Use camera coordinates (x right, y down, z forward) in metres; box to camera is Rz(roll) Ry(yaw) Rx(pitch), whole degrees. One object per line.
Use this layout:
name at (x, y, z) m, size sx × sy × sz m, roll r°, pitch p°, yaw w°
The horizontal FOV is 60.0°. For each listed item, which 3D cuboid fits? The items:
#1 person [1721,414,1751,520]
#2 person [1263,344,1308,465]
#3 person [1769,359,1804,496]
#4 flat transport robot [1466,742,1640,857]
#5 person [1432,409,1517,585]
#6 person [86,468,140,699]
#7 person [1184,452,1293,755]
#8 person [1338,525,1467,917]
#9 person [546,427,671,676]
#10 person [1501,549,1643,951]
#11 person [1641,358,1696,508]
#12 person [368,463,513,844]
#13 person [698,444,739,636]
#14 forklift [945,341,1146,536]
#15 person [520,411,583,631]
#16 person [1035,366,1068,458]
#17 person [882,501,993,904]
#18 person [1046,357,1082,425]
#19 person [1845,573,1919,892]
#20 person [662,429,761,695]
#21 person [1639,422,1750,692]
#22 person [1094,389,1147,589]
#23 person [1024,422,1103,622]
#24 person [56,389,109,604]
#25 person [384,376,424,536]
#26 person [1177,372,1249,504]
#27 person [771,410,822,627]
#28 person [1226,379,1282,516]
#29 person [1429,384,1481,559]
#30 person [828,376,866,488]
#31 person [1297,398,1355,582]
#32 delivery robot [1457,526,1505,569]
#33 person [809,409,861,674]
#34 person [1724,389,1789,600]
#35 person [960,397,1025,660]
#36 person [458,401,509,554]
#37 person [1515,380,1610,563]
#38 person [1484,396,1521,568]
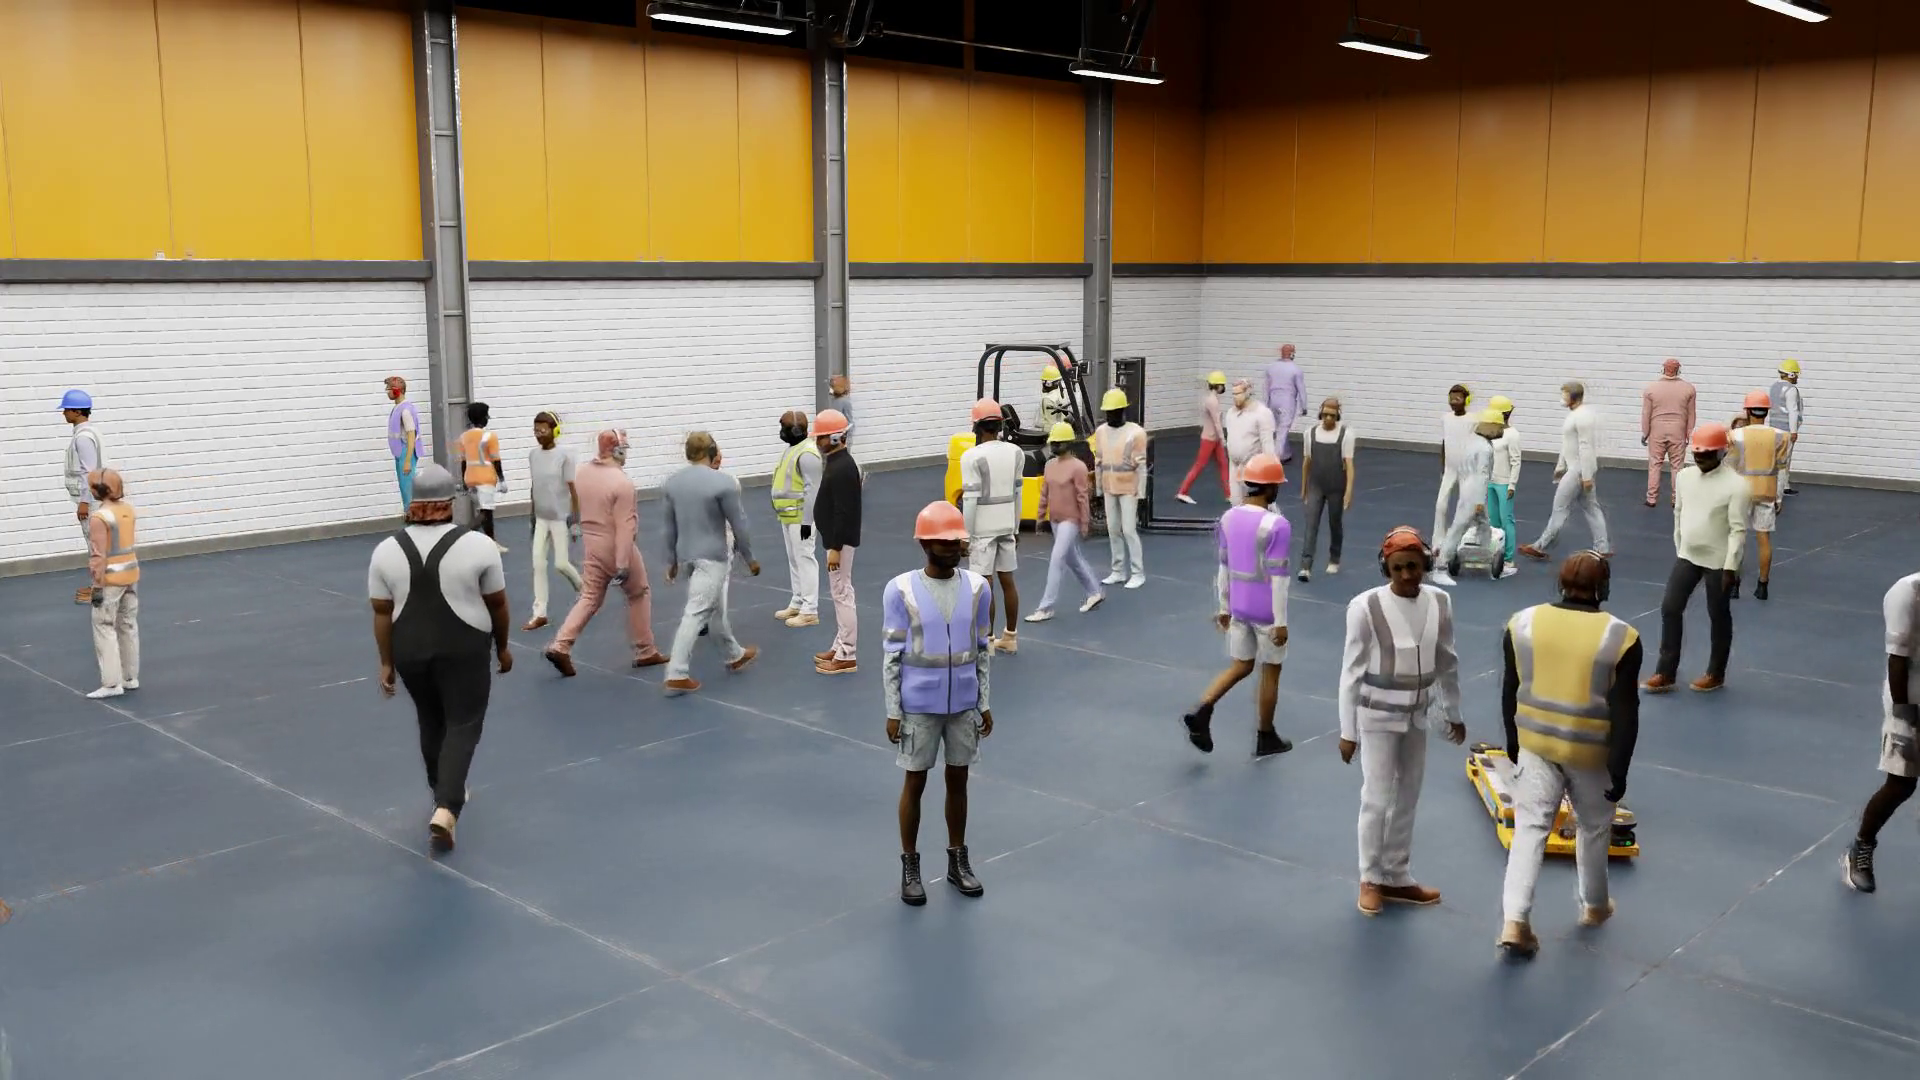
person at (7.796, -0.473, 16.639) m, size 0.517 × 1.609 × 0.767 m, roll 9°, pitch 13°, yaw 44°
person at (5.106, -2.098, 25.824) m, size 0.933 × 1.862 × 0.676 m, roll -9°, pitch 13°, yaw -43°
person at (11.089, -1.514, 22.338) m, size 0.404 × 1.835 × 0.590 m, roll 0°, pitch 9°, yaw -2°
flat transport robot at (3.241, 1.410, 9.188) m, size 0.652 × 0.197 × 1.431 m, roll 1°, pitch 9°, yaw 8°
person at (5.012, -0.412, 16.031) m, size 0.905 × 1.681 × 0.568 m, roll 1°, pitch 9°, yaw 7°
person at (-6.013, 0.301, 11.819) m, size 0.338 × 1.638 × 0.528 m, roll 0°, pitch 9°, yaw 2°
person at (1.766, 0.420, 10.236) m, size 0.717 × 1.919 × 0.549 m, roll -6°, pitch 11°, yaw -33°
person at (2.068, 0.844, 7.783) m, size 0.706 × 1.874 × 0.378 m, roll -4°, pitch 10°, yaw -25°
person at (-2.668, 0.085, 12.460) m, size 0.640 × 1.865 × 0.957 m, roll 7°, pitch 12°, yaw 37°
person at (2.706, 0.933, 7.461) m, size 0.634 × 1.800 × 0.947 m, roll 7°, pitch 12°, yaw 37°
person at (9.006, -1.360, 21.172) m, size 0.640 × 1.909 × 0.409 m, roll 3°, pitch 10°, yaw 18°
person at (-2.784, 0.573, 8.913) m, size 0.687 × 2.000 × 0.930 m, roll 1°, pitch 9°, yaw 4°
person at (-2.044, 0.010, 13.656) m, size 0.515 × 1.623 × 0.361 m, roll -3°, pitch 10°, yaw -20°
forklift at (0.977, -1.223, 19.452) m, size 2.313 × 2.155 × 1.214 m, roll 2°, pitch 9°, yaw 11°
person at (-3.444, -0.181, 14.130) m, size 0.531 × 1.852 × 0.708 m, roll 5°, pitch 10°, yaw 28°
person at (1.129, -1.252, 20.739) m, size 0.403 × 1.833 × 0.590 m, roll 3°, pitch 10°, yaw 19°
person at (-0.097, 0.772, 7.990) m, size 0.552 × 1.942 × 0.343 m, roll -3°, pitch 10°, yaw -20°
person at (1.437, -1.471, 21.917) m, size 1.012 × 1.878 × 0.546 m, roll -6°, pitch 11°, yaw -34°
person at (4.663, 0.788, 7.969) m, size 0.678 × 1.948 × 0.632 m, roll -3°, pitch 10°, yaw -17°
person at (-1.833, 0.141, 12.079) m, size 0.636 × 1.878 × 1.064 m, roll 7°, pitch 11°, yaw 36°
person at (5.211, 0.148, 11.758) m, size 0.861 × 1.953 × 0.636 m, roll -5°, pitch 11°, yaw -29°
person at (1.508, -0.482, 15.846) m, size 0.602 × 1.906 × 0.468 m, roll 8°, pitch 12°, yaw 40°
person at (0.928, -0.178, 14.491) m, size 0.908 × 1.722 × 0.540 m, roll -6°, pitch 11°, yaw -34°
person at (-7.950, -0.401, 15.160) m, size 0.389 × 1.949 × 0.603 m, roll -4°, pitch 10°, yaw -22°
person at (-6.215, -0.915, 18.647) m, size 0.381 × 1.837 × 0.571 m, roll -5°, pitch 10°, yaw -27°
person at (3.242, -1.307, 21.439) m, size 0.920 × 1.722 × 0.527 m, roll 2°, pitch 9°, yaw 11°
person at (-1.393, -0.188, 14.191) m, size 0.429 × 1.840 × 0.636 m, roll -3°, pitch 10°, yaw -20°
person at (3.180, -0.810, 17.940) m, size 0.785 × 1.870 × 0.672 m, roll -7°, pitch 11°, yaw -35°
person at (5.155, -0.689, 17.276) m, size 0.522 × 1.840 × 0.831 m, roll 8°, pitch 13°, yaw 42°
person at (-1.564, -1.411, 22.406) m, size 0.686 × 1.610 × 0.506 m, roll -7°, pitch 12°, yaw -37°
person at (3.579, -0.495, 16.265) m, size 0.537 × 1.783 × 0.978 m, roll 4°, pitch 10°, yaw 23°
delivery robot at (5.187, 0.024, 16.537) m, size 0.477 × 0.478 × 0.707 m, roll 5°, pitch 11°, yaw 28°
person at (-0.933, 0.007, 12.535) m, size 0.384 × 1.991 × 0.609 m, roll -1°, pitch 9°, yaw -5°
person at (7.277, -0.414, 15.283) m, size 0.544 × 1.937 × 0.358 m, roll 2°, pitch 9°, yaw 10°
person at (0.223, -0.087, 12.959) m, size 0.609 × 2.040 × 0.394 m, roll -8°, pitch 12°, yaw -40°
person at (-5.020, -0.609, 17.291) m, size 0.532 × 1.668 × 0.785 m, roll 7°, pitch 11°, yaw 36°
person at (6.269, -0.696, 17.158) m, size 1.006 × 1.884 × 0.650 m, roll 3°, pitch 10°, yaw 17°
person at (5.428, -0.572, 16.778) m, size 0.322 × 1.765 × 0.533 m, roll -2°, pitch 10°, yaw -15°
